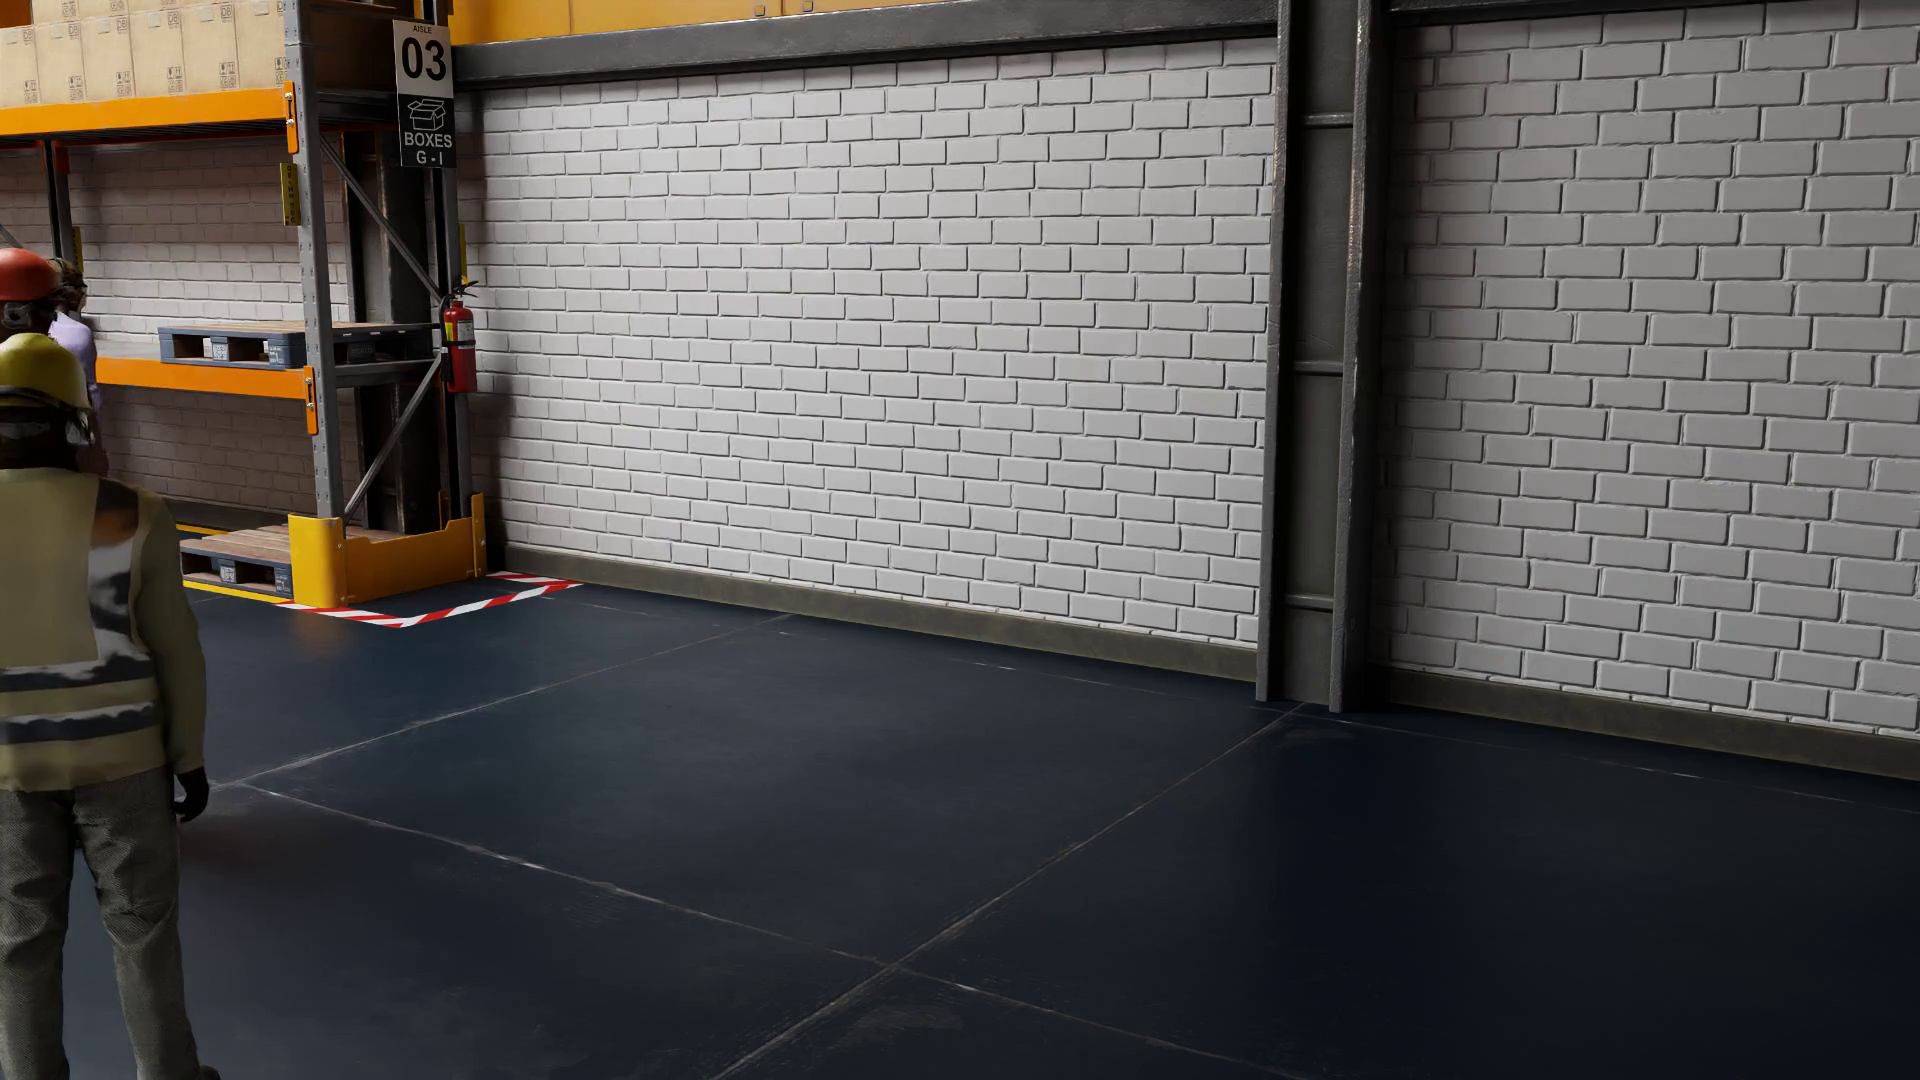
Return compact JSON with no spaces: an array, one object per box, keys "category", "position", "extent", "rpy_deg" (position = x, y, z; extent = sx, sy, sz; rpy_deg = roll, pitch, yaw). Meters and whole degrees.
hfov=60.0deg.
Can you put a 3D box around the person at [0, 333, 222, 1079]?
[{"category":"person","position":[-1.953,0.465,3.651],"extent":[0.588,1.826,0.403],"rpy_deg":[-2,10,-13]}]

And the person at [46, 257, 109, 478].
[{"category":"person","position":[-4.694,-0.506,8.741],"extent":[0.628,1.932,0.361],"rpy_deg":[7,12,35]}]

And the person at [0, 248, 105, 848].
[{"category":"person","position":[-3.060,0.041,5.549],"extent":[0.406,1.990,0.624],"rpy_deg":[-5,11,-24]}]
